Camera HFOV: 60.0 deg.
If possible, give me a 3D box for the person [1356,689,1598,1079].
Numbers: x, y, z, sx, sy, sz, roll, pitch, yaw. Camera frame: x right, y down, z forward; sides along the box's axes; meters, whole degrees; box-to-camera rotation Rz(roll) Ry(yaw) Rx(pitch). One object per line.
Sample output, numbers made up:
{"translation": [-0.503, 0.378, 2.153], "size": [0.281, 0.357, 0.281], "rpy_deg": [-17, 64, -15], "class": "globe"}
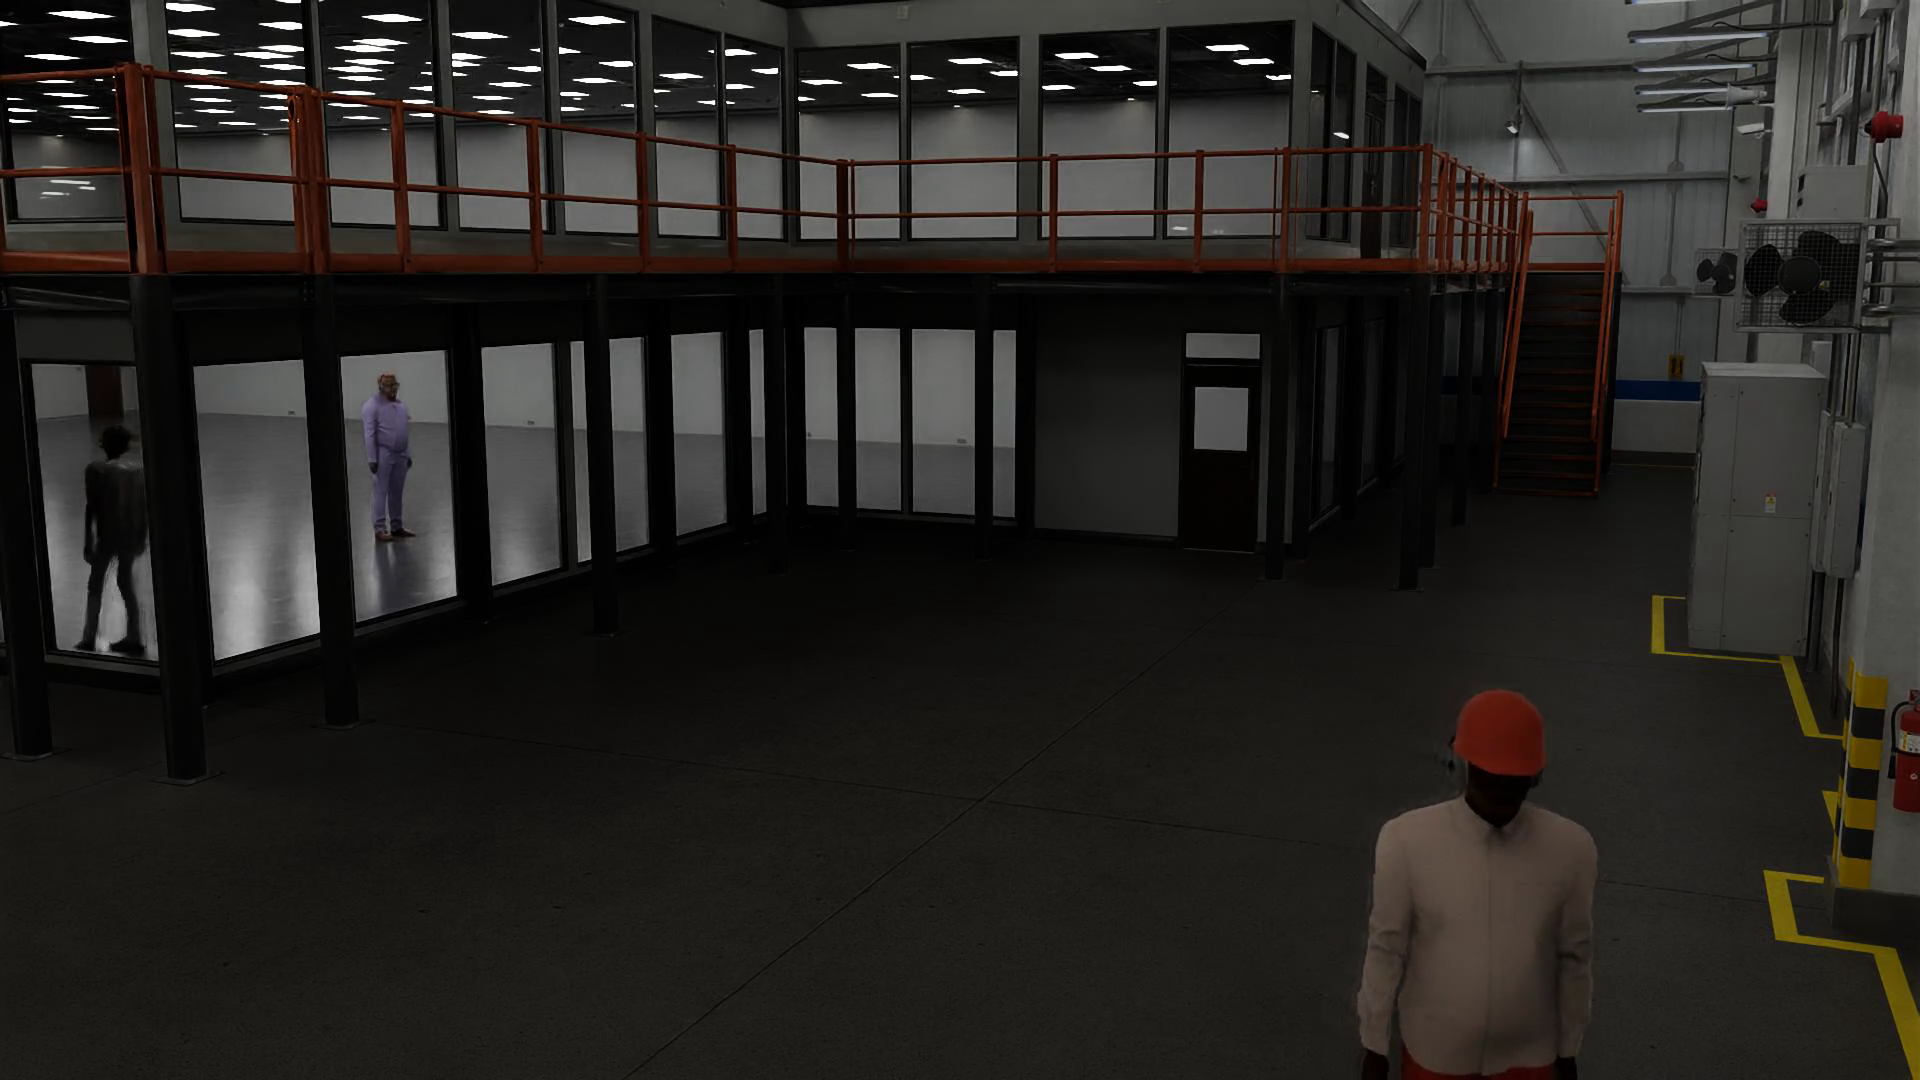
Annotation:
{"translation": [1.407, 1.341, 4.594], "size": [0.631, 1.970, 0.784], "rpy_deg": [1, 9, 5], "class": "person"}
